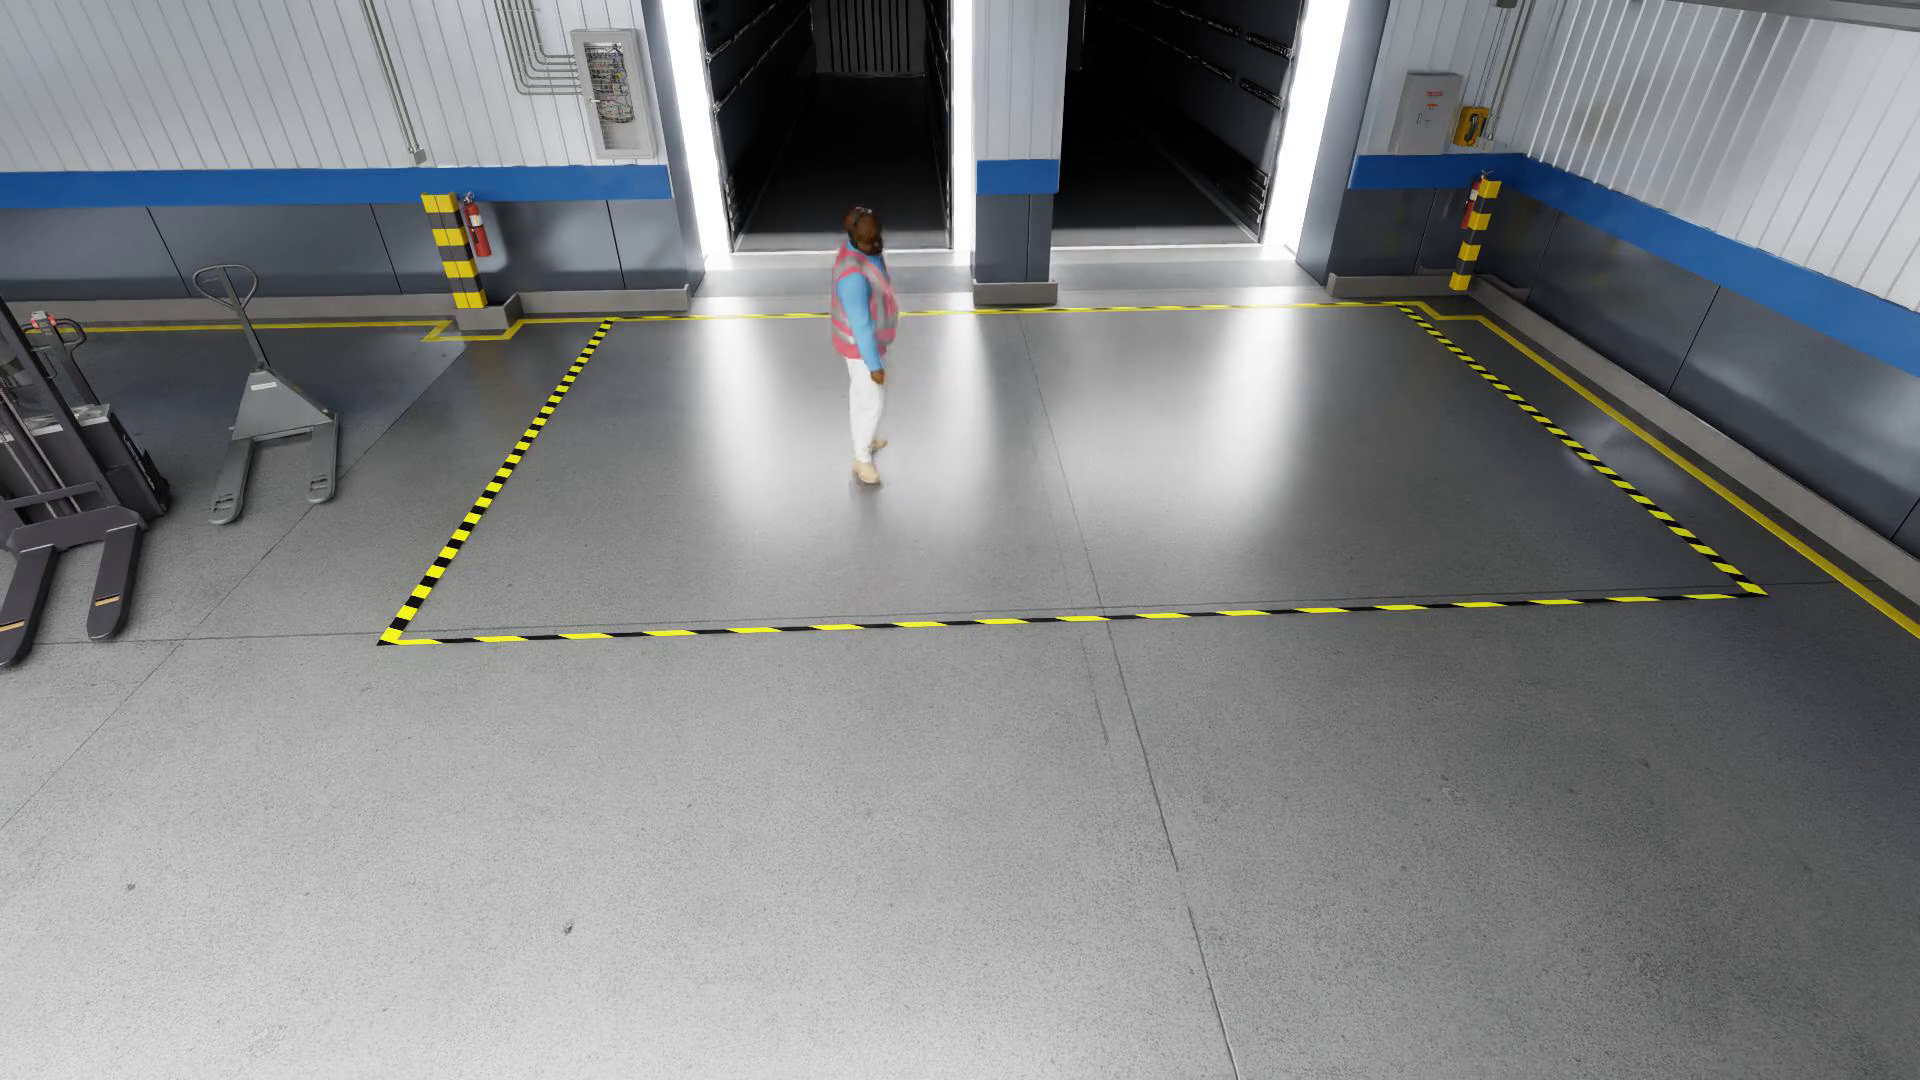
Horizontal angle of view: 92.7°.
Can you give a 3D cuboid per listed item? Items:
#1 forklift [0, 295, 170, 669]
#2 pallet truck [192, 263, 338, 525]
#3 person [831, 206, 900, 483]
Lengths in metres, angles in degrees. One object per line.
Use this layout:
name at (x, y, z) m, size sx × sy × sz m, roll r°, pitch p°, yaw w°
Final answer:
forklift at (-5.212, -0.618, 4.878) m, size 0.823 × 1.965 × 1.885 m, roll -20°, pitch 39°, yaw -26°
pallet truck at (-4.778, -1.027, 6.128) m, size 0.680 × 1.201 × 1.601 m, roll -17°, pitch 38°, yaw -23°
person at (-0.604, -1.267, 5.981) m, size 0.435 × 1.816 × 0.684 m, roll 0°, pitch 35°, yaw 0°
